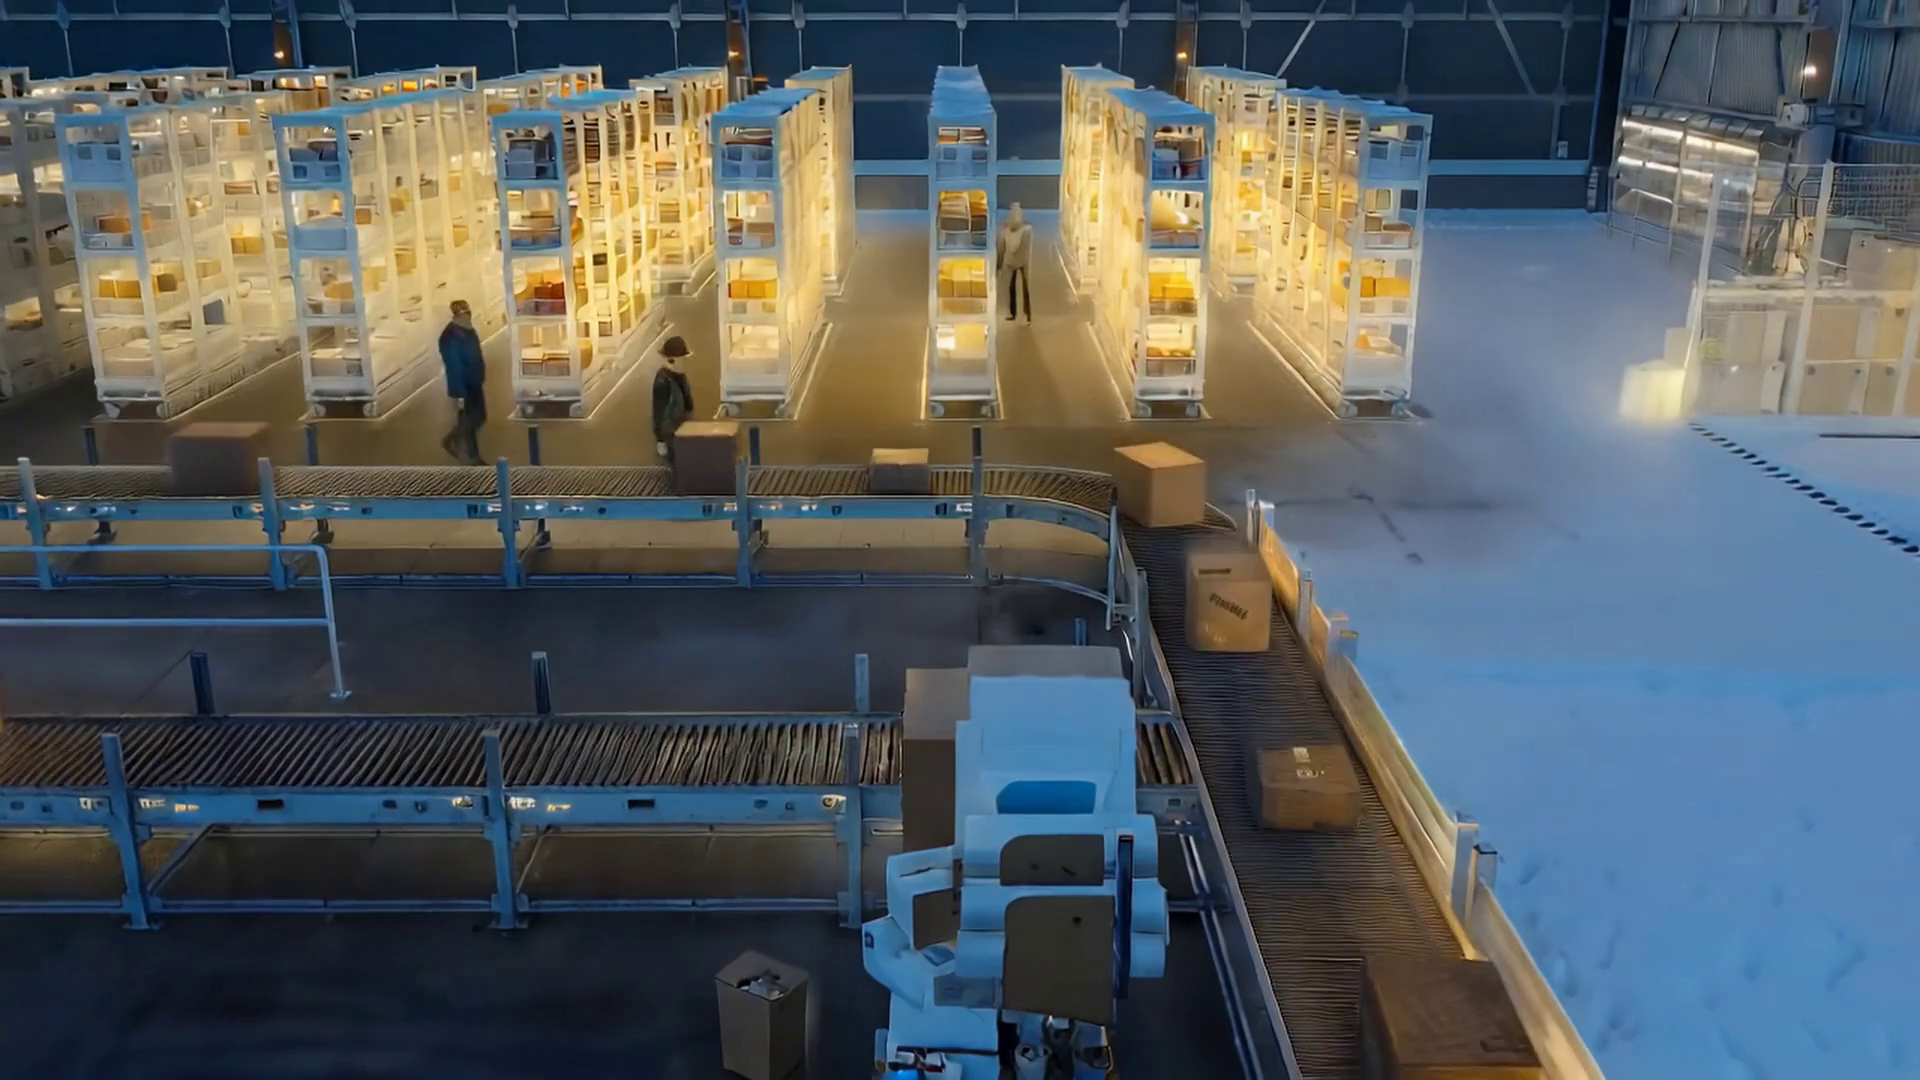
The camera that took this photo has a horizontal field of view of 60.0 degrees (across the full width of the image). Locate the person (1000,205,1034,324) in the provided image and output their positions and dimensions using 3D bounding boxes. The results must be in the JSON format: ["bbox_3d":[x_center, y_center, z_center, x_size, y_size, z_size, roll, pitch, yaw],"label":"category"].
[{"bbox_3d":[0.884,-4.314,25.970,0.571,1.831,0.411,10,21,29],"label":"person"}]

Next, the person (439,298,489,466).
[{"bbox_3d":[-5.267,-1.615,17.559,0.616,1.889,0.649,3,18,9],"label":"person"}]

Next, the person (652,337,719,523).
[{"bbox_3d":[-2.598,-1.050,15.947,0.806,1.801,0.627,1,18,3],"label":"person"}]
